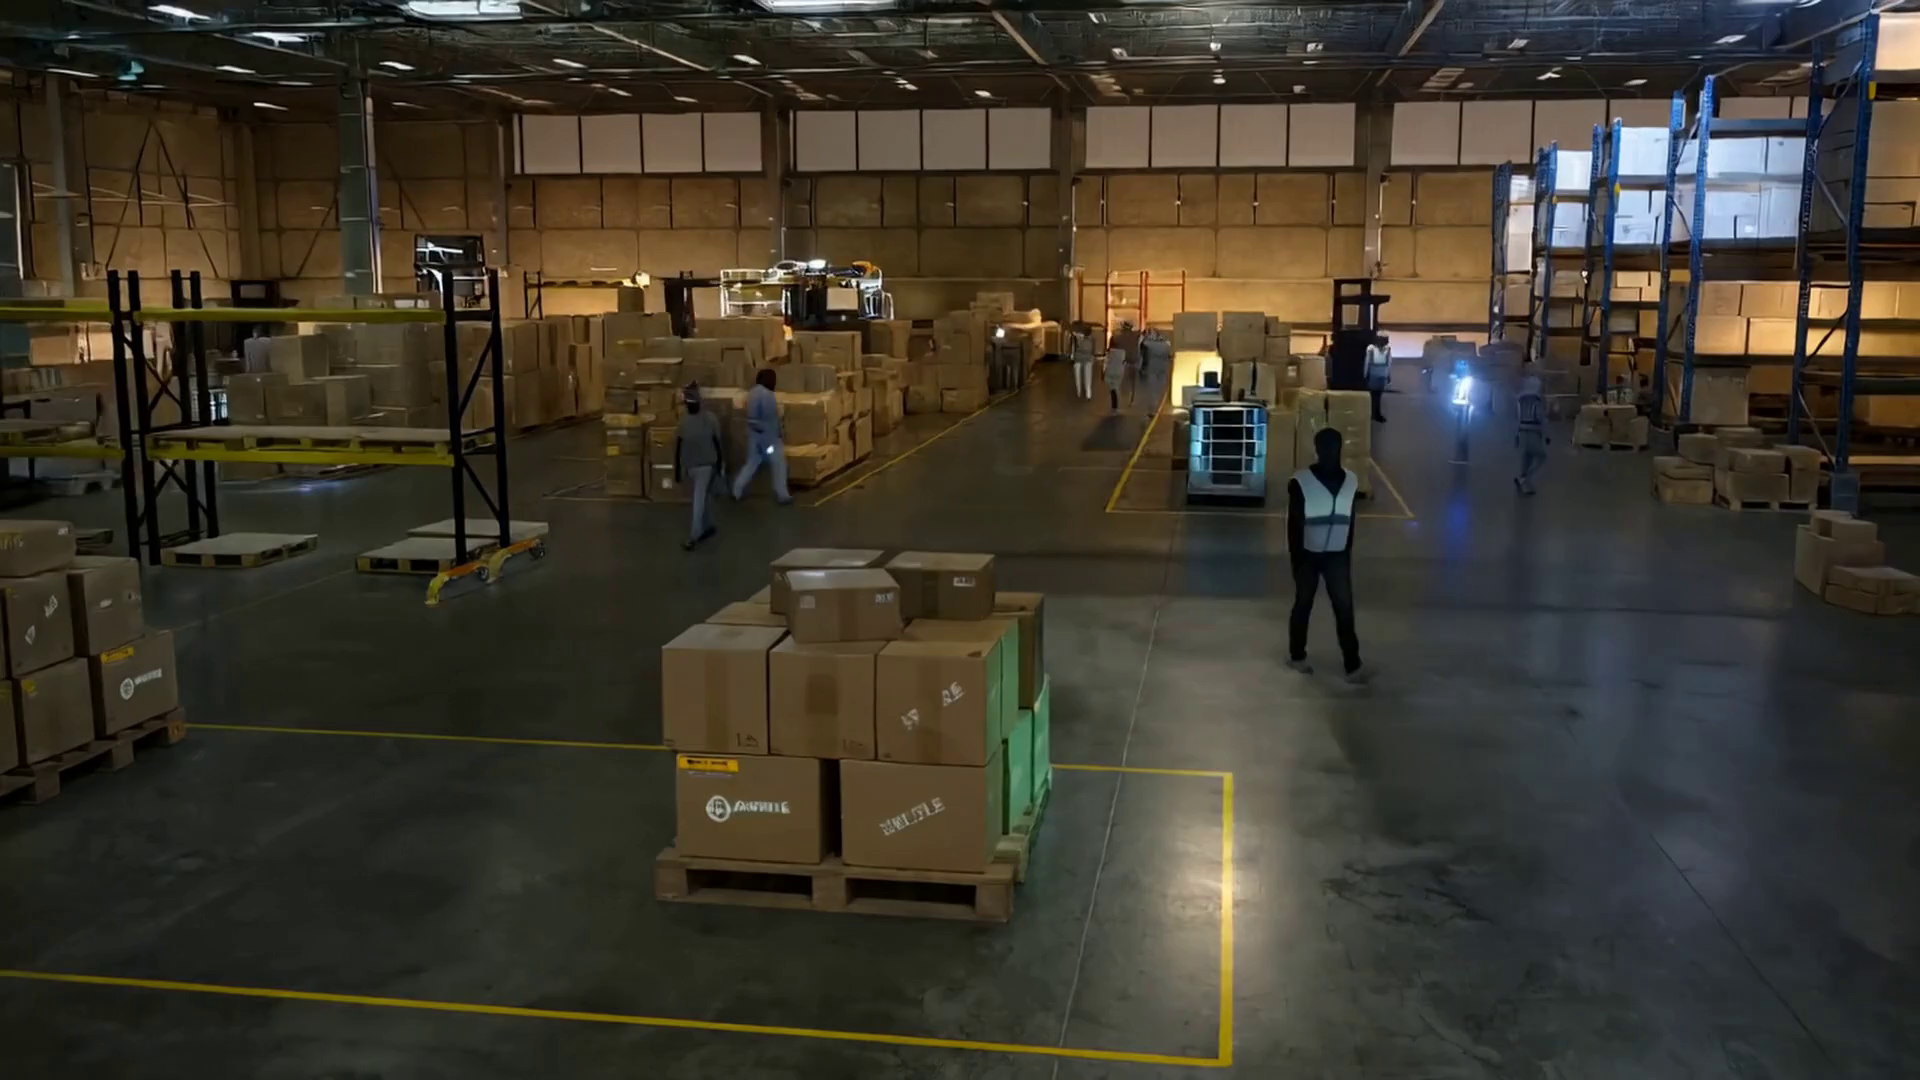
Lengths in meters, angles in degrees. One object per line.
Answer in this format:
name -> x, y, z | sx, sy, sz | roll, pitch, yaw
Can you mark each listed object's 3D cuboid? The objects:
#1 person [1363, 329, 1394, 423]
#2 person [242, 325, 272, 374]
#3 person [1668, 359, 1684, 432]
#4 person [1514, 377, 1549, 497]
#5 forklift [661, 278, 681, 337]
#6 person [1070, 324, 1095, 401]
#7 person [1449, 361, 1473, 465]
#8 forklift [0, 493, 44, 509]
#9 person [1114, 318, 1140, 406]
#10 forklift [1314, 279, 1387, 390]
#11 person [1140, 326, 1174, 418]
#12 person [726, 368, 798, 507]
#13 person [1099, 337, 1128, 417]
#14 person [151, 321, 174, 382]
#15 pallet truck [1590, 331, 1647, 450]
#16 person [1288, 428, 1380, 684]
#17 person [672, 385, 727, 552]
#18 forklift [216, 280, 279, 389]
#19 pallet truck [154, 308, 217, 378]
person -> 8.374, -3.273, 33.194 | 0.555, 1.869, 1.039 | -1, 9, -4
person -> -14.777, -3.578, 35.022 | 0.638, 1.888, 1.001 | 1, 9, 4
person -> 13.276, -2.824, 30.290 | 0.457, 1.915, 0.565 | -2, 10, -14
person -> 7.592, -1.371, 22.221 | 0.460, 1.619, 0.534 | -6, 11, -34
forklift -> -7.813, -5.738, 45.301 | 1.873, 2.768, 1.129 | 0, 9, 2
person -> 2.858, -4.140, 38.854 | 0.628, 1.787, 1.001 | -1, 9, -7
person -> 7.853, -1.985, 26.000 | 0.314, 1.630, 0.527 | 0, 9, -3
forklift -> -12.520, -1.704, 20.422 | 1.129, 2.768, 1.873 | 1, 9, 9
person -> 3.719, -3.980, 37.223 | 0.650, 1.974, 0.439 | 0, 9, 3
forklift -> 9.797, -5.172, 41.813 | 1.129, 2.768, 1.873 | -3, 10, -17
person -> 4.057, -3.460, 34.290 | 0.650, 1.883, 1.007 | -2, 9, -10
person -> -2.572, -1.311, 21.344 | 0.919, 1.801, 0.614 | -8, 12, -42
person -> 3.191, -3.419, 34.747 | 0.600, 1.643, 0.835 | -4, 10, -25
person -> -21.775, -5.274, 45.416 | 0.390, 1.922, 0.587 | 9, 13, 44
pallet truck -> 11.253, -2.573, 28.499 | 0.823, 1.965, 1.885 | 5, 10, 27
person -> 2.707, 0.130, 12.179 | 0.626, 1.871, 0.956 | -4, 10, -21
person -> -2.886, -0.822, 18.355 | 0.538, 1.800, 1.073 | 3, 10, 20
forklift -> -15.499, -4.338, 36.670 | 1.129, 2.768, 1.873 | 1, 9, 5
pallet truck -> -21.869, -5.598, 47.154 | 0.823, 1.965, 1.885 | 4, 10, 26
